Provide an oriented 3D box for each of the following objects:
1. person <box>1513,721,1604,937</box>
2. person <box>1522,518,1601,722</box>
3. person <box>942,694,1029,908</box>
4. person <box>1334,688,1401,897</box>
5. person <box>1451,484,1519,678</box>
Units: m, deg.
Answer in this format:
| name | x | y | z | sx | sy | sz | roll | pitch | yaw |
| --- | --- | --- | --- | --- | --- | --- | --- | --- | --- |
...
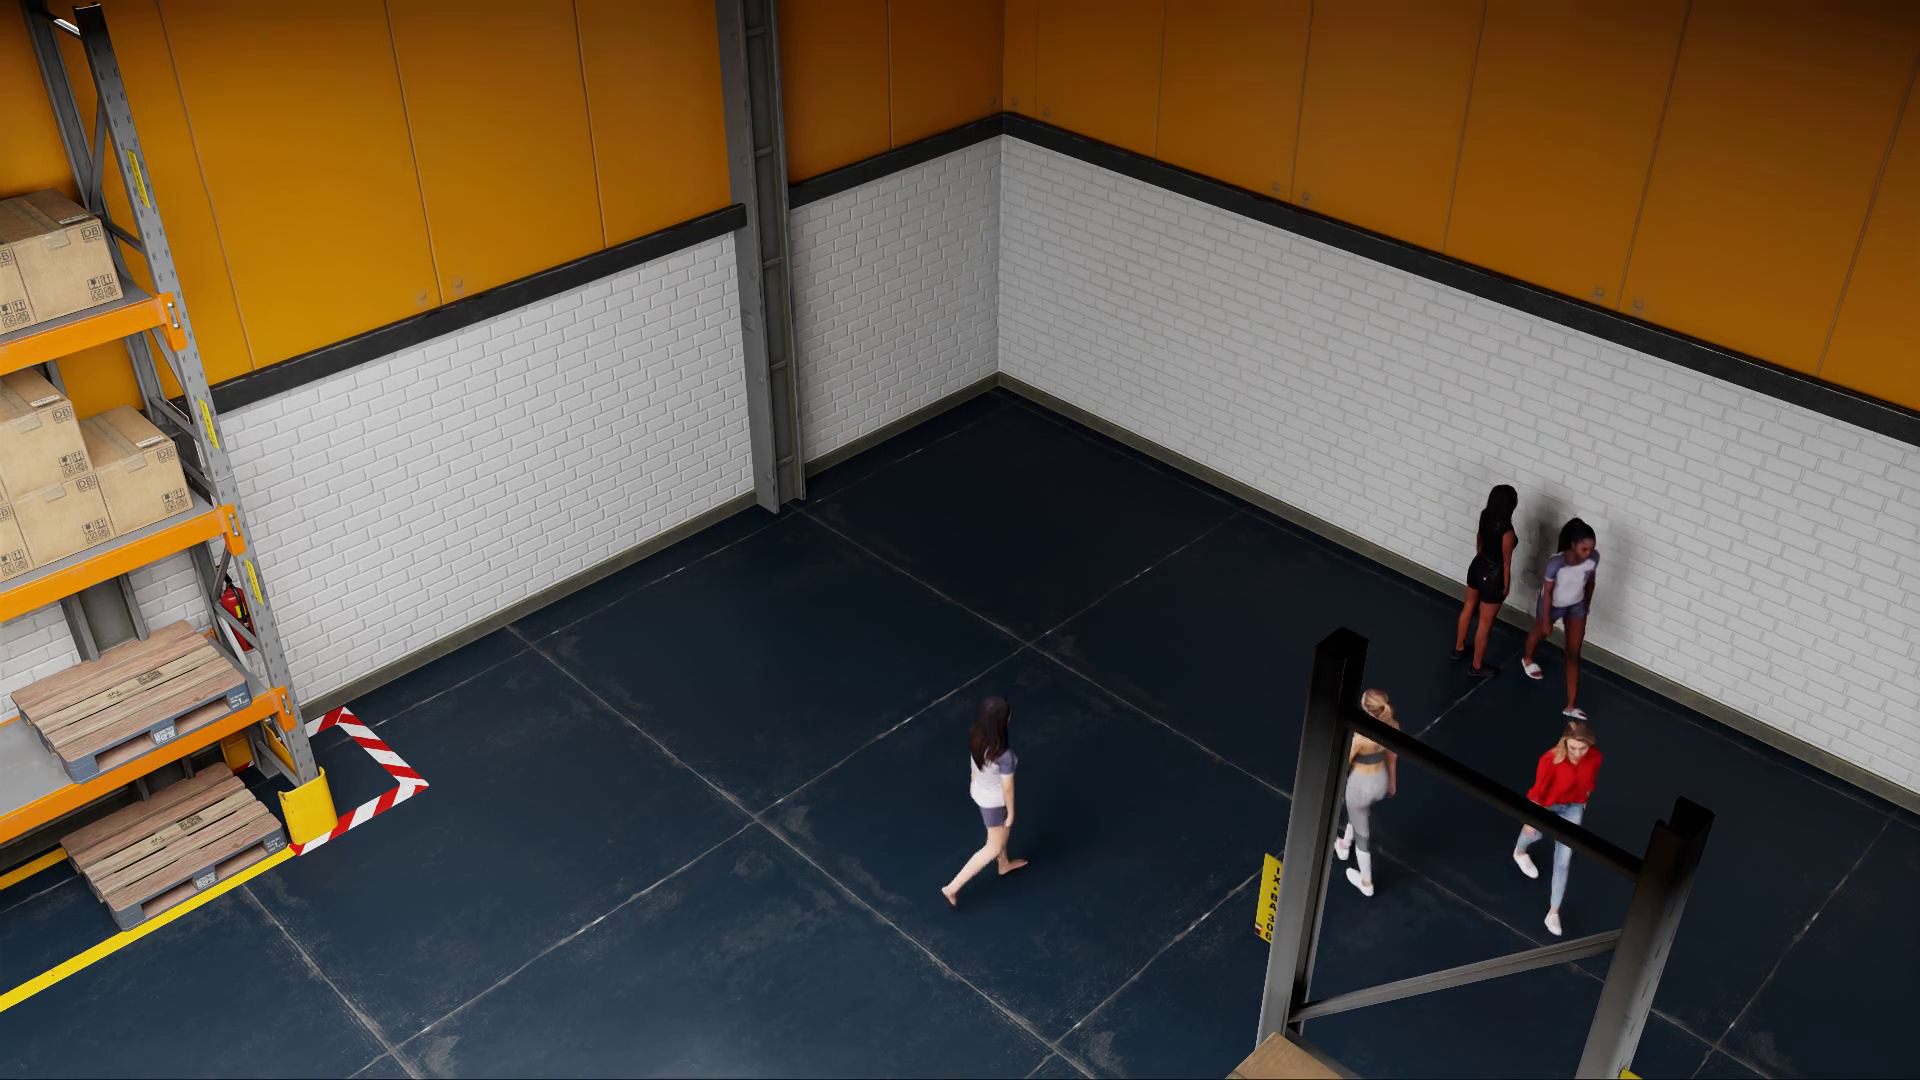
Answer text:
| name | x | y | z | sx | sy | sz | roll | pitch | yaw |
| --- | --- | --- | --- | --- | --- | --- | --- | --- | --- |
| person | 4.034 | 1.789 | 11.320 | 1.144 | 1.633 | 1.173 | -4 | 34 | -7 |
| person | 4.716 | 0.511 | 13.201 | 1.232 | 1.679 | 1.207 | -6 | 34 | -9 |
| person | 0.158 | 1.773 | 11.297 | 1.061 | 1.685 | 0.737 | -20 | 39 | -27 |
| person | 2.821 | 1.752 | 11.330 | 0.878 | 1.682 | 0.837 | -15 | 36 | -21 |
| person | 4.271 | 0.307 | 13.453 | 0.686 | 1.740 | 0.683 | -9 | 35 | -13 |
